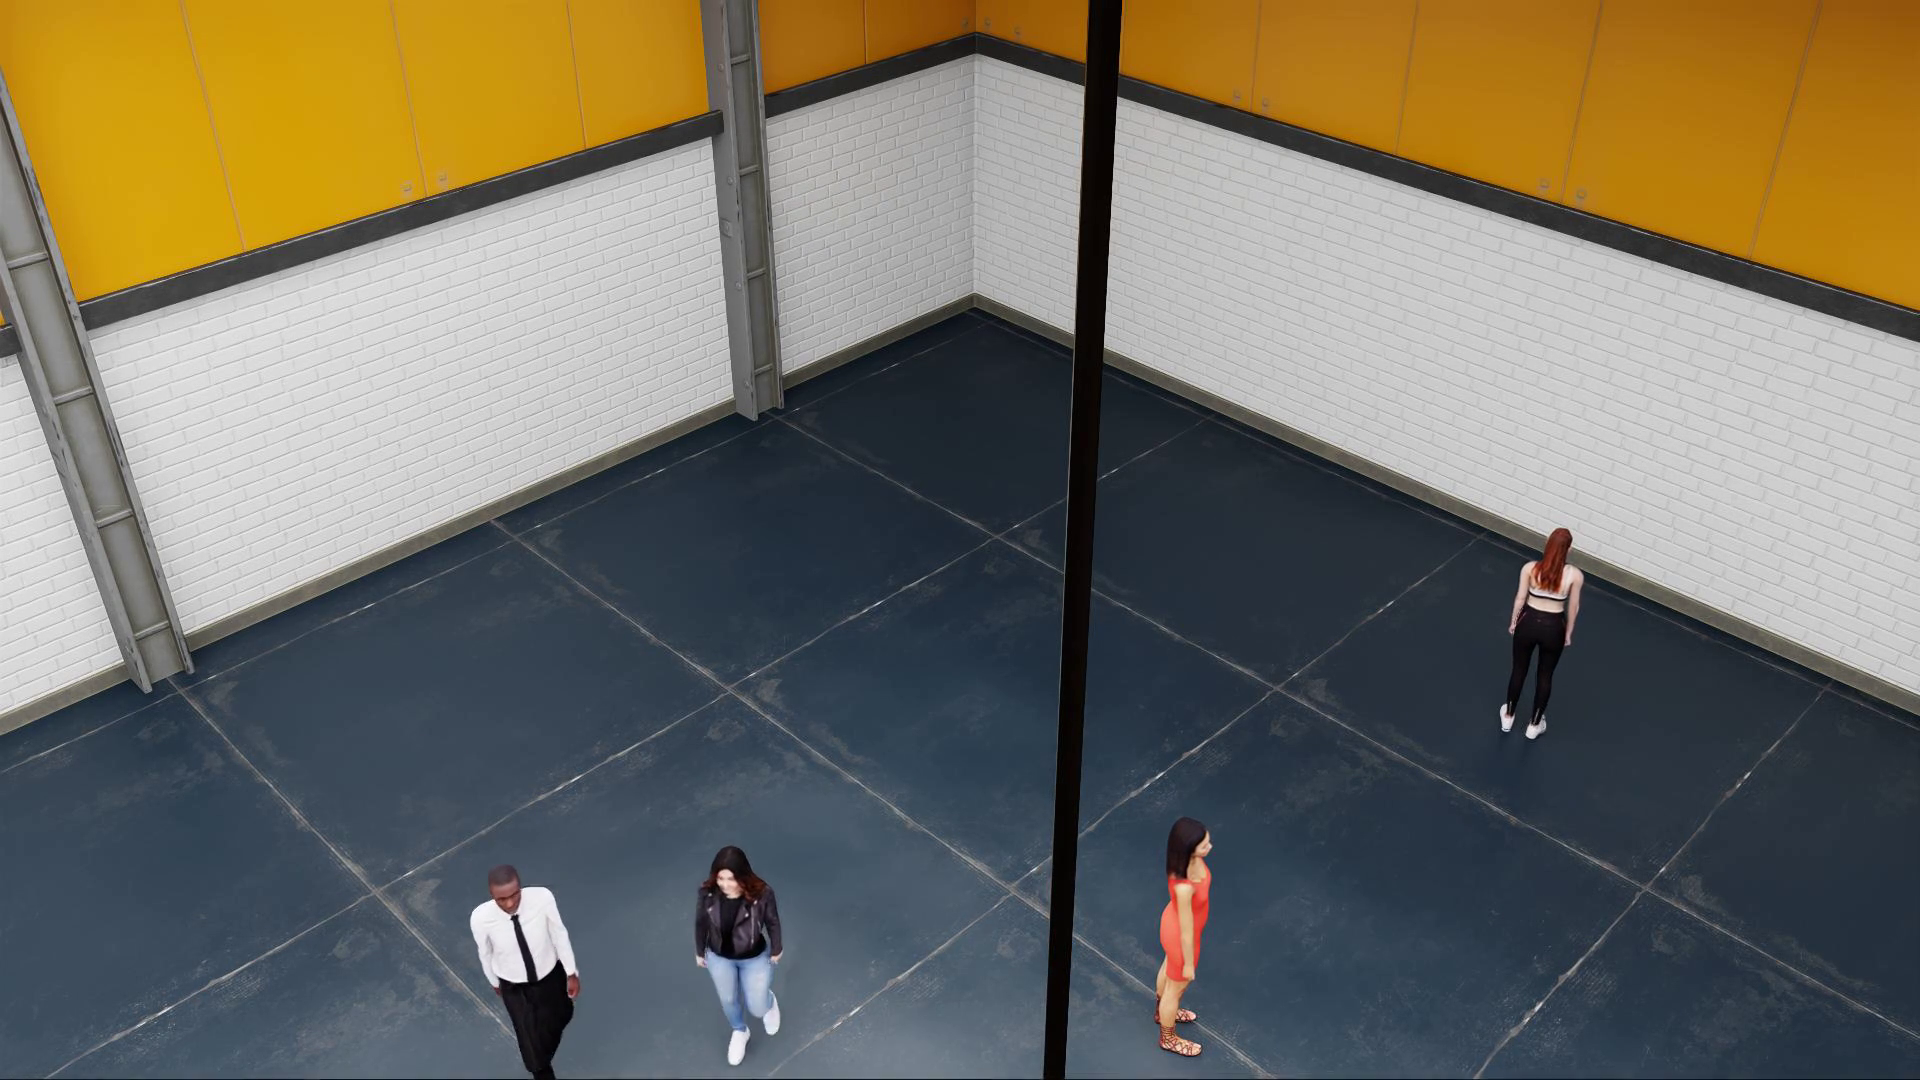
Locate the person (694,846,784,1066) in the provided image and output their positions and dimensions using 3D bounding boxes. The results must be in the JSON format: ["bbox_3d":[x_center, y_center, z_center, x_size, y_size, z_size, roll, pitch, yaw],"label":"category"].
[{"bbox_3d":[-1.262,2.326,9.590,0.800,1.626,0.850,5,34,7],"label":"person"}]

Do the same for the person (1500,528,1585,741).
[{"bbox_3d":[4.184,0.665,11.983,0.684,1.744,0.698,12,35,18],"label":"person"}]

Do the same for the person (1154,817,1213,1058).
[{"bbox_3d":[1.277,2.267,9.594,0.723,1.719,0.657,1,34,1],"label":"person"}]

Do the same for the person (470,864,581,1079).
[{"bbox_3d":[-2.403,2.404,9.306,1.153,1.810,0.959,-17,37,-23],"label":"person"}]
